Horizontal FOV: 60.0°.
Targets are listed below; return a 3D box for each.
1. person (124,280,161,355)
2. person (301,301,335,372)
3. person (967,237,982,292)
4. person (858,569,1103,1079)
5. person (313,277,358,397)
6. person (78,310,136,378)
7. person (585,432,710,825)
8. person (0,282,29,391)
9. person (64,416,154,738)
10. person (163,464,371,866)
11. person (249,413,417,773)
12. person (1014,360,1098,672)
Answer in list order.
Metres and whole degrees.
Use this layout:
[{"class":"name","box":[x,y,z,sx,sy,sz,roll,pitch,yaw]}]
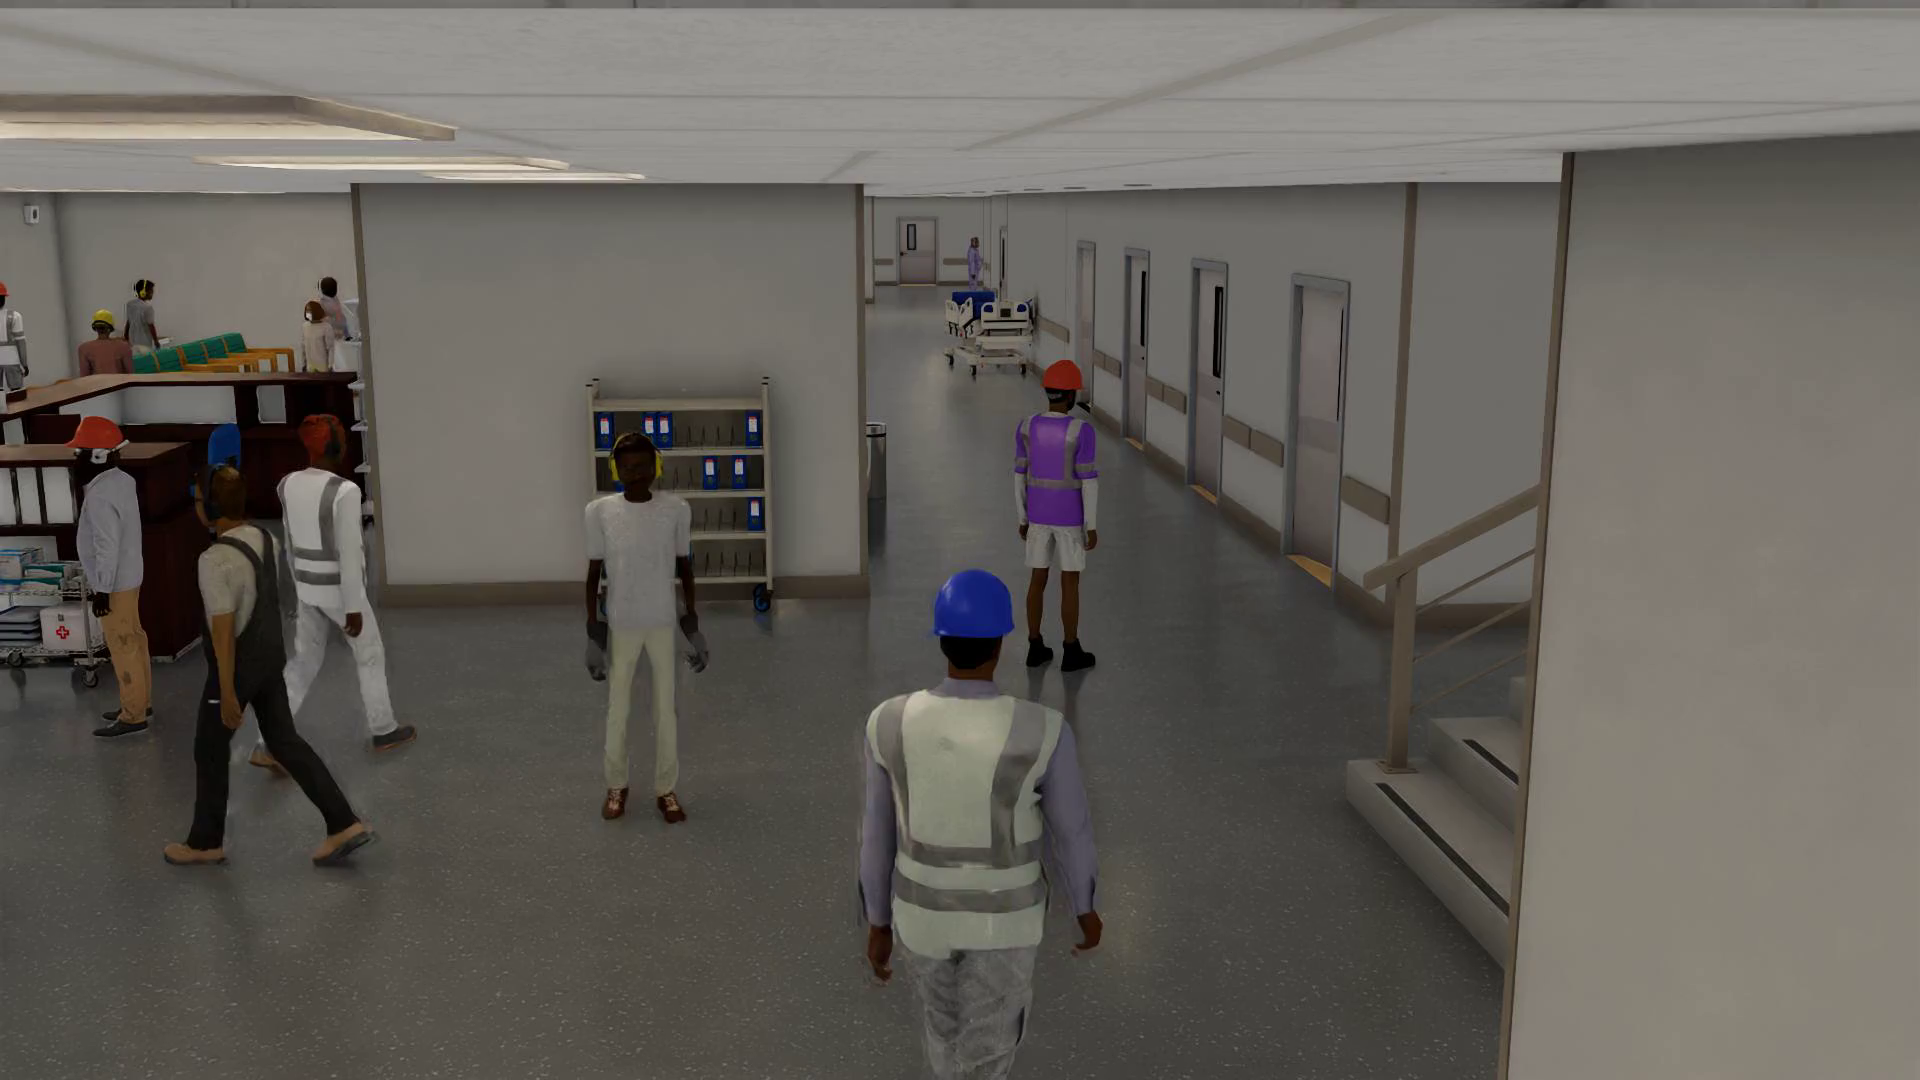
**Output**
[{"class":"person","box":[-11.346,-2.721,23.232,0.556,1.805,0.903,7,13,30]},{"class":"person","box":[-8.239,-2.247,21.342,0.498,1.634,0.280,4,12,21]},{"class":"person","box":[0.404,-7.278,45.254,0.409,1.907,0.650,1,12,5]},{"class":"person","box":[0.083,1.020,4.721,0.634,1.901,0.963,5,13,23]},{"class":"person","box":[-9.316,-2.994,24.646,0.981,1.782,0.605,0,12,0]},{"class":"person","box":[-8.997,-1.548,17.604,0.533,1.767,0.326,-5,12,-21]},{"class":"person","box":[-1.469,0.416,7.814,0.597,1.874,0.489,-3,12,-16]},{"class":"person","box":[-11.657,-2.178,20.265,0.553,1.934,0.364,-3,12,-15]},{"class":"person","box":[-4.646,0.194,9.105,0.319,1.756,0.563,-3,12,-16]},{"class":"person","box":[-3.048,0.558,7.199,0.932,1.810,0.528,2,12,11]},{"class":"person","box":[-3.285,0.271,8.527,0.586,1.848,0.955,7,13,29]},{"class":"person","box":[0.617,-0.152,10.359,0.551,1.934,0.373,7,13,30]}]
